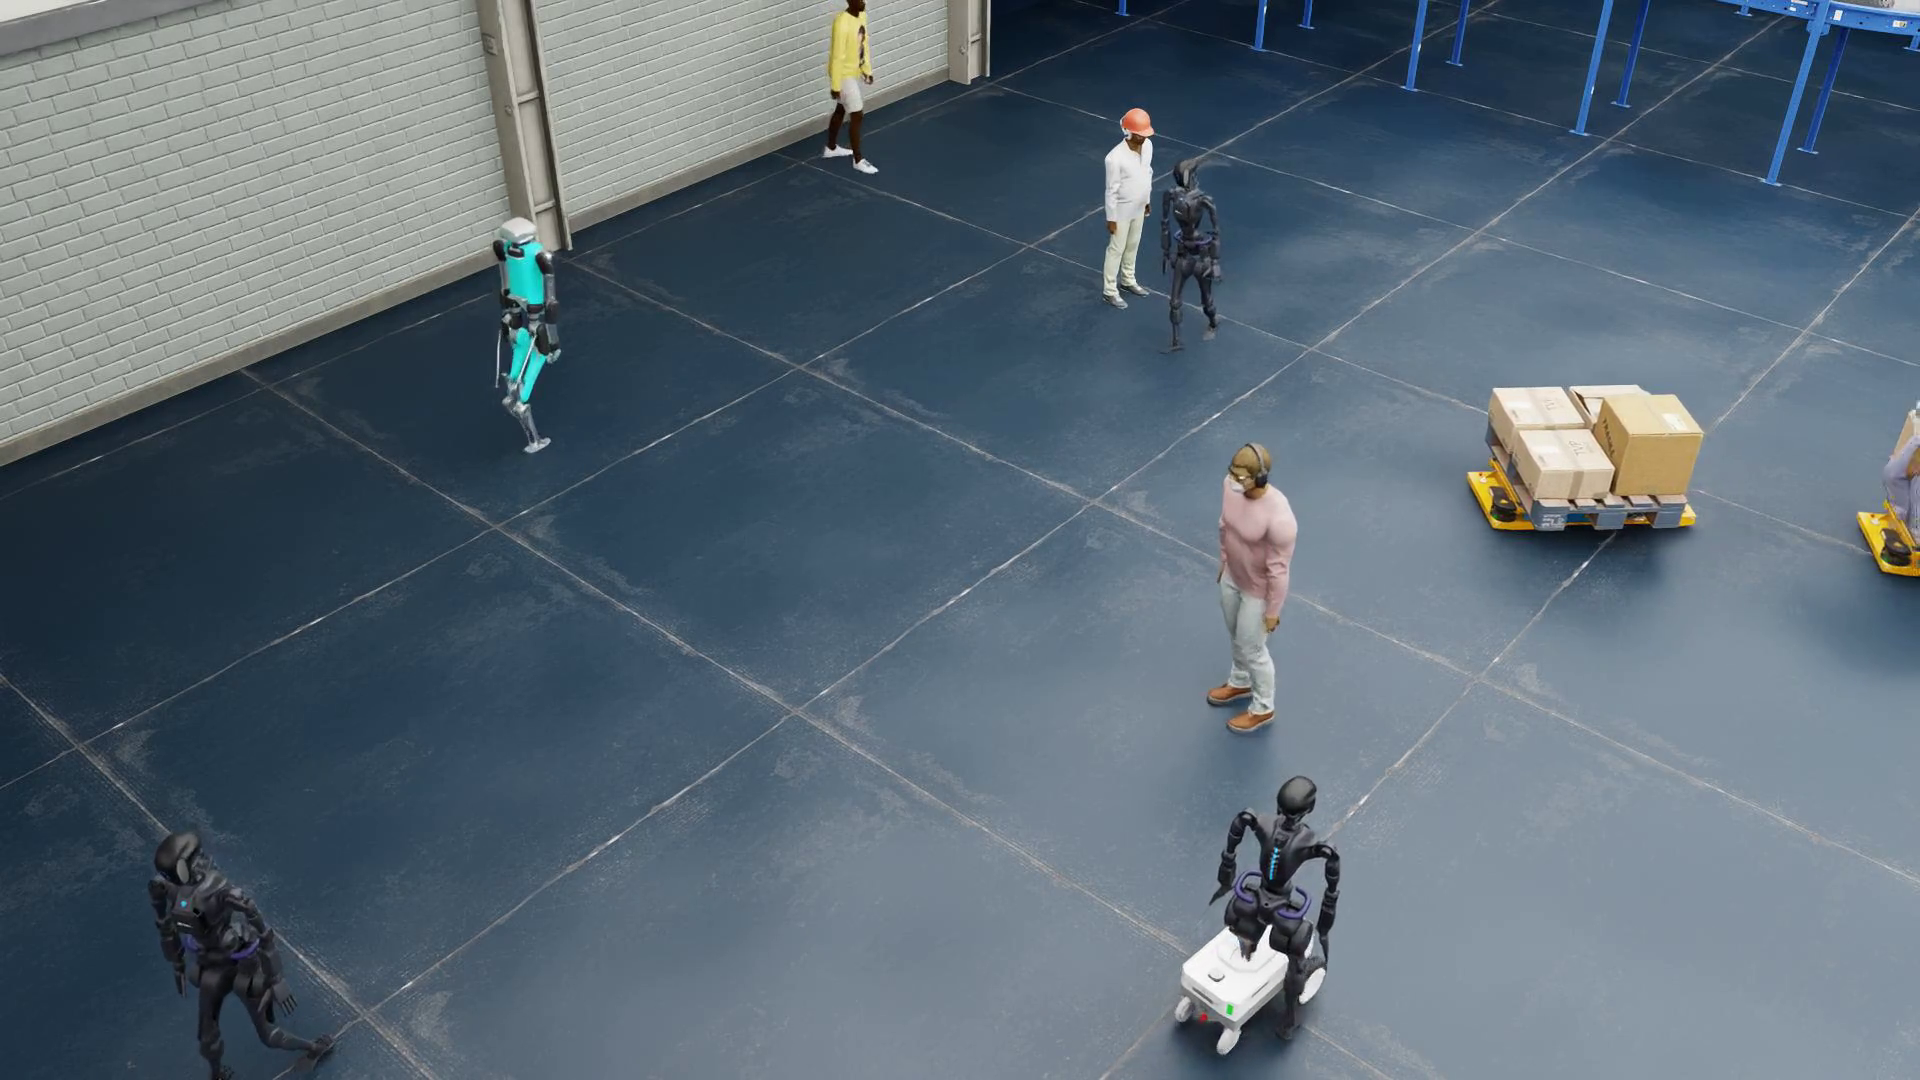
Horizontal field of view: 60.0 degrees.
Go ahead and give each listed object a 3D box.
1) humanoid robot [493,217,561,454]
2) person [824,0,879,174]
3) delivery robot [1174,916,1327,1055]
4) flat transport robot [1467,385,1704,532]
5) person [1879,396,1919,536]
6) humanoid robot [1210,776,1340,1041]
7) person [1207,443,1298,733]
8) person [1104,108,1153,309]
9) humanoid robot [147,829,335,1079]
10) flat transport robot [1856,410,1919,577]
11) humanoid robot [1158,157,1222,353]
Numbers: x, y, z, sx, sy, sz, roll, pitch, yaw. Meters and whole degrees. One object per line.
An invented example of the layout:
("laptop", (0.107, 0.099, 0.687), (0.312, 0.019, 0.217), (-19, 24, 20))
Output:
("humanoid robot", (-3.240, -1.392, 12.120), (0.541, 1.831, 0.697), (20, 40, 26))
("person", (-1.116, -4.595, 16.483), (0.705, 1.856, 0.565), (12, 37, 17))
("delivery robot", (1.411, 2.101, 8.181), (0.767, 0.583, 0.499), (-29, 45, -34))
("flat transport robot", (4.424, -0.338, 11.862), (1.431, 0.231, 0.659), (-1, 35, -2))
("person", (6.392, -0.630, 10.941), (0.510, 1.806, 0.571), (21, 40, 26))
("humanoid robot", (1.457, 1.715, 7.764), (0.608, 1.655, 0.355), (18, 39, 23))
("person", (1.664, 0.259, 9.617), (0.420, 1.919, 0.631), (-16, 38, -21))
("person", (1.443, -2.815, 14.068), (0.346, 1.745, 0.562), (27, 43, 32))
("humanoid robot", (-3.294, 1.933, 7.497), (0.615, 1.639, 0.500), (7, 36, 10))
("flat transport robot", (6.971, 0.041, 11.330), (1.431, 0.231, 0.659), (5, 36, 8))
("humanoid robot", (1.904, -2.308, 13.451), (0.642, 1.638, 0.655), (29, 45, 35))
